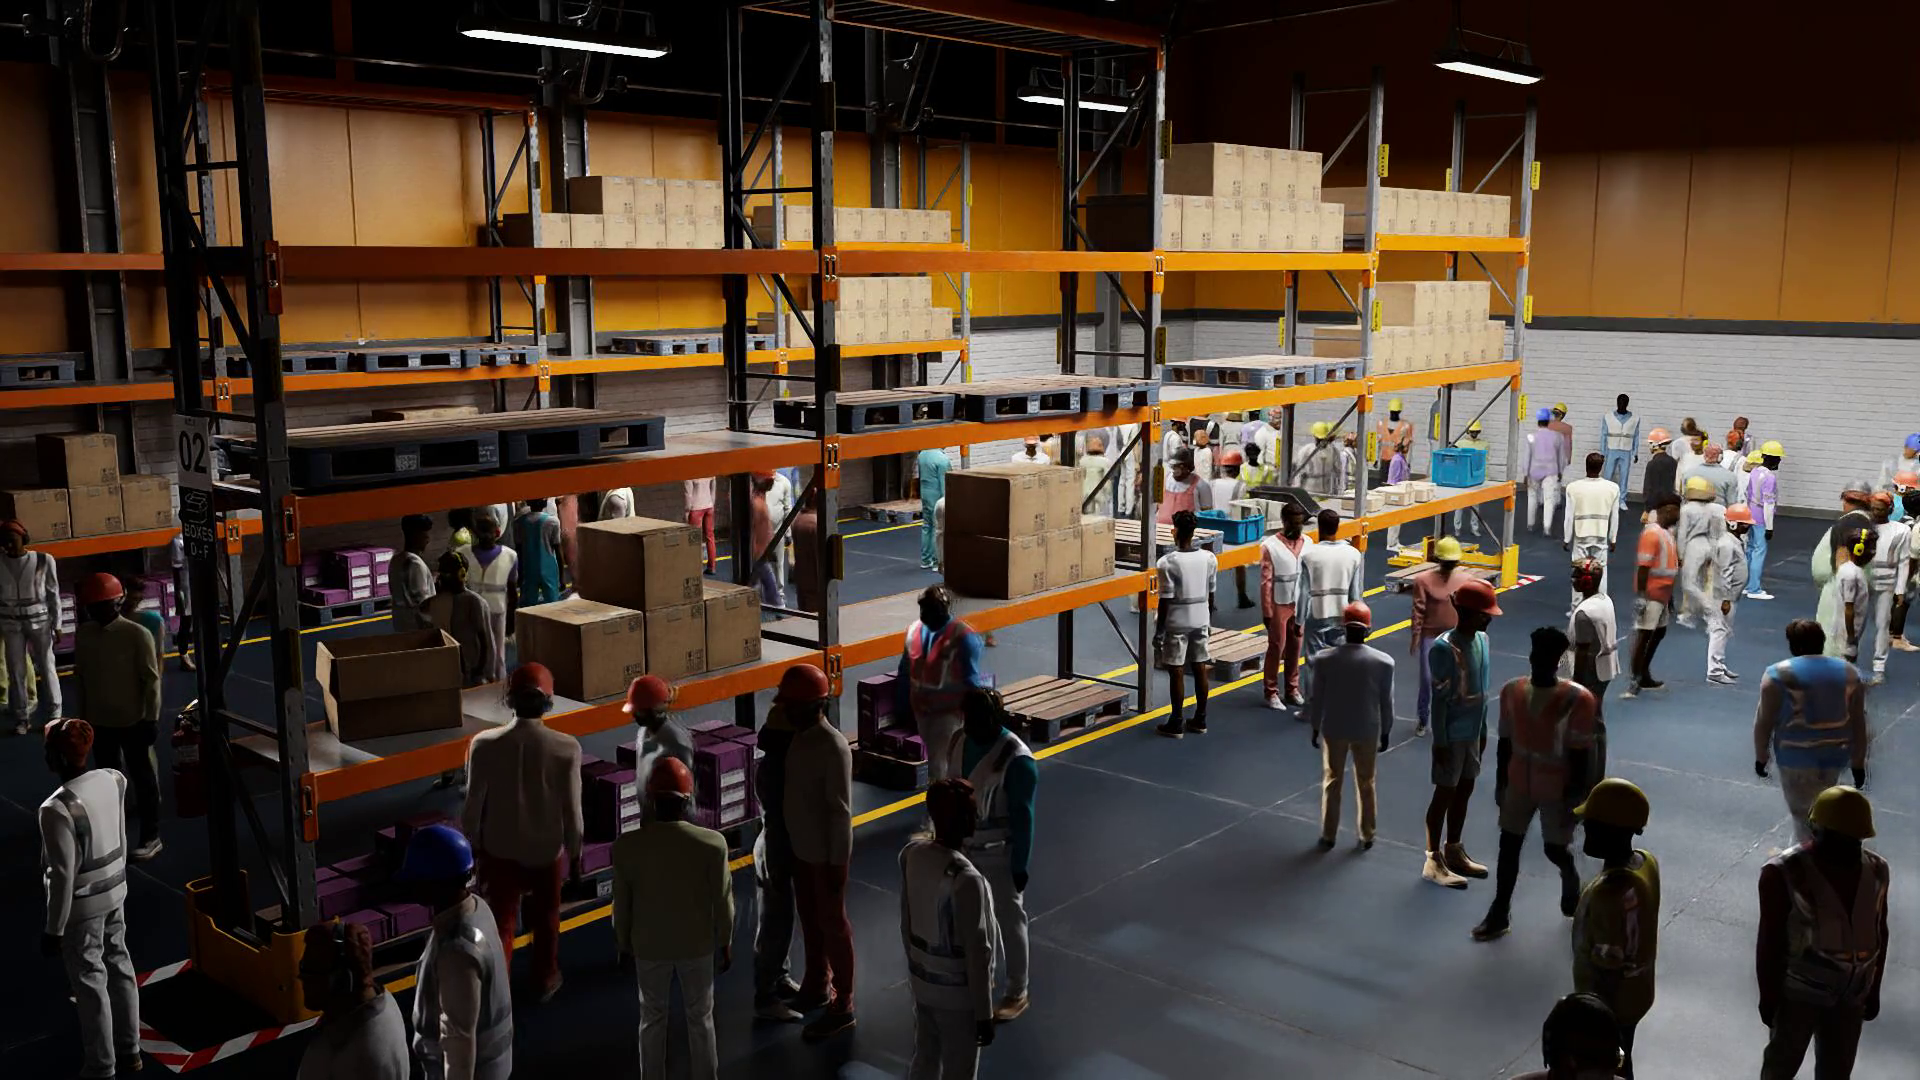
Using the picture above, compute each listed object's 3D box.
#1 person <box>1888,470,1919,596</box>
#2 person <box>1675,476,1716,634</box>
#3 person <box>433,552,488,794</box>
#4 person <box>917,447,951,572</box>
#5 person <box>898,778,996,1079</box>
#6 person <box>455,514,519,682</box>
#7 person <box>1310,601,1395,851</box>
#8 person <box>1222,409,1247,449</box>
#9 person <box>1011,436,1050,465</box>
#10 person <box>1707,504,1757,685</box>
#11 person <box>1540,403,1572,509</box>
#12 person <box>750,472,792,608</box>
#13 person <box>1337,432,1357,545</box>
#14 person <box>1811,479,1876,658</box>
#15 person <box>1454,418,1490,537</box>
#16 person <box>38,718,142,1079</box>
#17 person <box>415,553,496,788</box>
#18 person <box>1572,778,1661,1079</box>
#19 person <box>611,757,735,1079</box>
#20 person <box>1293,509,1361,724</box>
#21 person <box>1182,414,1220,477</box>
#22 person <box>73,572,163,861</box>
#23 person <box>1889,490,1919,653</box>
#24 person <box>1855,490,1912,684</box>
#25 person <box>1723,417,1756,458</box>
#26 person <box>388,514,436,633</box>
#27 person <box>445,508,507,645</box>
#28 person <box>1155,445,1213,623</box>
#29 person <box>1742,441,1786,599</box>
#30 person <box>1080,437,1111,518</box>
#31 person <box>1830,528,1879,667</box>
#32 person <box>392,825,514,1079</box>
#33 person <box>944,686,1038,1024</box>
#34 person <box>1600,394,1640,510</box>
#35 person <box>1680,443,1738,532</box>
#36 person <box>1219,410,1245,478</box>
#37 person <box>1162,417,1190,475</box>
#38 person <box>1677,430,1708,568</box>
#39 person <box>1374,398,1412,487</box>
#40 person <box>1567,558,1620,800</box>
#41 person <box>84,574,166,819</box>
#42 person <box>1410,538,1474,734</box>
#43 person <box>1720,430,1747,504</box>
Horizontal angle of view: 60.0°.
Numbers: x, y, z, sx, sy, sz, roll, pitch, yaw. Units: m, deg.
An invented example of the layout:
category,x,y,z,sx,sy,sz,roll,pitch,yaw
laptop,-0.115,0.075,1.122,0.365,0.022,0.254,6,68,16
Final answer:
category,x,y,z,sx,sy,sz,roll,pitch,yaw
person,10.557,0.078,18.724,0.352,1.738,0.573,4,10,24
person,8.160,0.163,18.288,0.505,1.715,0.691,-5,11,-27
person,-3.847,1.007,12.783,0.532,1.870,0.315,7,12,35
person,-0.297,-0.528,21.874,0.399,1.900,0.646,-6,11,-31
person,-0.040,1.941,7.167,0.355,1.883,0.573,-7,12,-34
person,-4.273,0.658,15.005,0.595,1.821,0.794,-2,10,-10
person,2.705,1.285,11.485,0.565,1.749,0.342,1,10,8
person,4.803,-1.651,28.724,0.607,1.865,0.842,2,10,13
person,0.970,-0.645,22.990,0.560,1.752,0.324,-1,10,-4
person,7.462,0.512,16.083,0.343,1.749,0.573,6,11,31
person,9.828,-1.387,27.424,0.532,1.756,0.337,8,12,39
person,-2.253,-0.090,19.253,0.643,1.900,0.399,-2,10,-12
person,5.607,-0.752,24.007,0.315,1.630,0.511,6,11,34
person,8.526,0.366,16.098,0.544,2.000,0.802,7,12,36
person,7.558,-0.917,24.578,0.533,1.767,0.325,0,10,0
person,-4.268,1.782,8.120,0.355,1.883,0.573,1,10,5
person,-3.876,1.009,12.873,0.587,1.836,0.403,0,10,-3
person,2.735,1.940,7.028,0.353,1.930,0.594,7,12,35
person,-1.353,1.886,7.886,0.573,1.748,0.337,-1,10,-4
person,3.231,0.679,14.644,0.602,1.906,0.411,-3,10,-15
person,3.698,-1.191,25.452,0.612,2.029,0.407,6,11,30
person,-5.727,1.196,11.280,0.617,1.993,0.396,2,10,13
person,9.928,0.316,17.421,0.315,1.696,0.540,3,10,16
person,8.829,0.447,16.079,0.573,1.887,0.355,8,12,39
person,12.221,-1.115,26.123,0.308,1.645,0.516,-9,13,-42
person,-4.604,0.742,14.099,0.379,1.959,0.604,-8,12,-39
person,-5.038,0.428,16.873,0.715,1.658,0.540,-3,10,-18
person,2.435,-0.049,18.578,0.688,2.000,0.536,5,11,26
person,9.702,-0.240,20.087,0.398,1.920,0.586,1,10,7
person,1.893,-0.641,23.340,0.514,1.620,0.365,7,12,34
person,7.460,0.822,13.908,0.329,1.864,0.508,4,10,25
person,-1.938,2.035,6.447,0.415,1.939,0.611,-2,10,-13
person,0.149,1.673,8.963,0.431,1.833,0.643,-8,12,-38
person,10.824,-1.448,27.309,0.594,1.912,0.376,2,10,12
person,9.000,-0.218,19.986,0.643,1.908,0.399,9,13,44
person,4.494,-1.361,27.342,0.490,1.730,0.324,4,10,21
person,3.154,-0.951,24.321,0.388,1.926,0.549,0,10,-2
person,9.677,-0.516,21.886,0.333,1.867,0.572,-5,11,-29
person,6.948,-1.334,26.638,0.599,1.905,0.557,7,12,34
person,4.790,1.052,12.630,0.392,1.836,0.561,6,11,34
person,-6.110,1.132,12.203,0.607,1.816,0.429,0,10,0
person,4.105,0.835,14.193,0.541,1.749,0.459,0,10,1
person,10.105,-0.516,21.877,0.348,1.876,0.570,-3,10,-16
